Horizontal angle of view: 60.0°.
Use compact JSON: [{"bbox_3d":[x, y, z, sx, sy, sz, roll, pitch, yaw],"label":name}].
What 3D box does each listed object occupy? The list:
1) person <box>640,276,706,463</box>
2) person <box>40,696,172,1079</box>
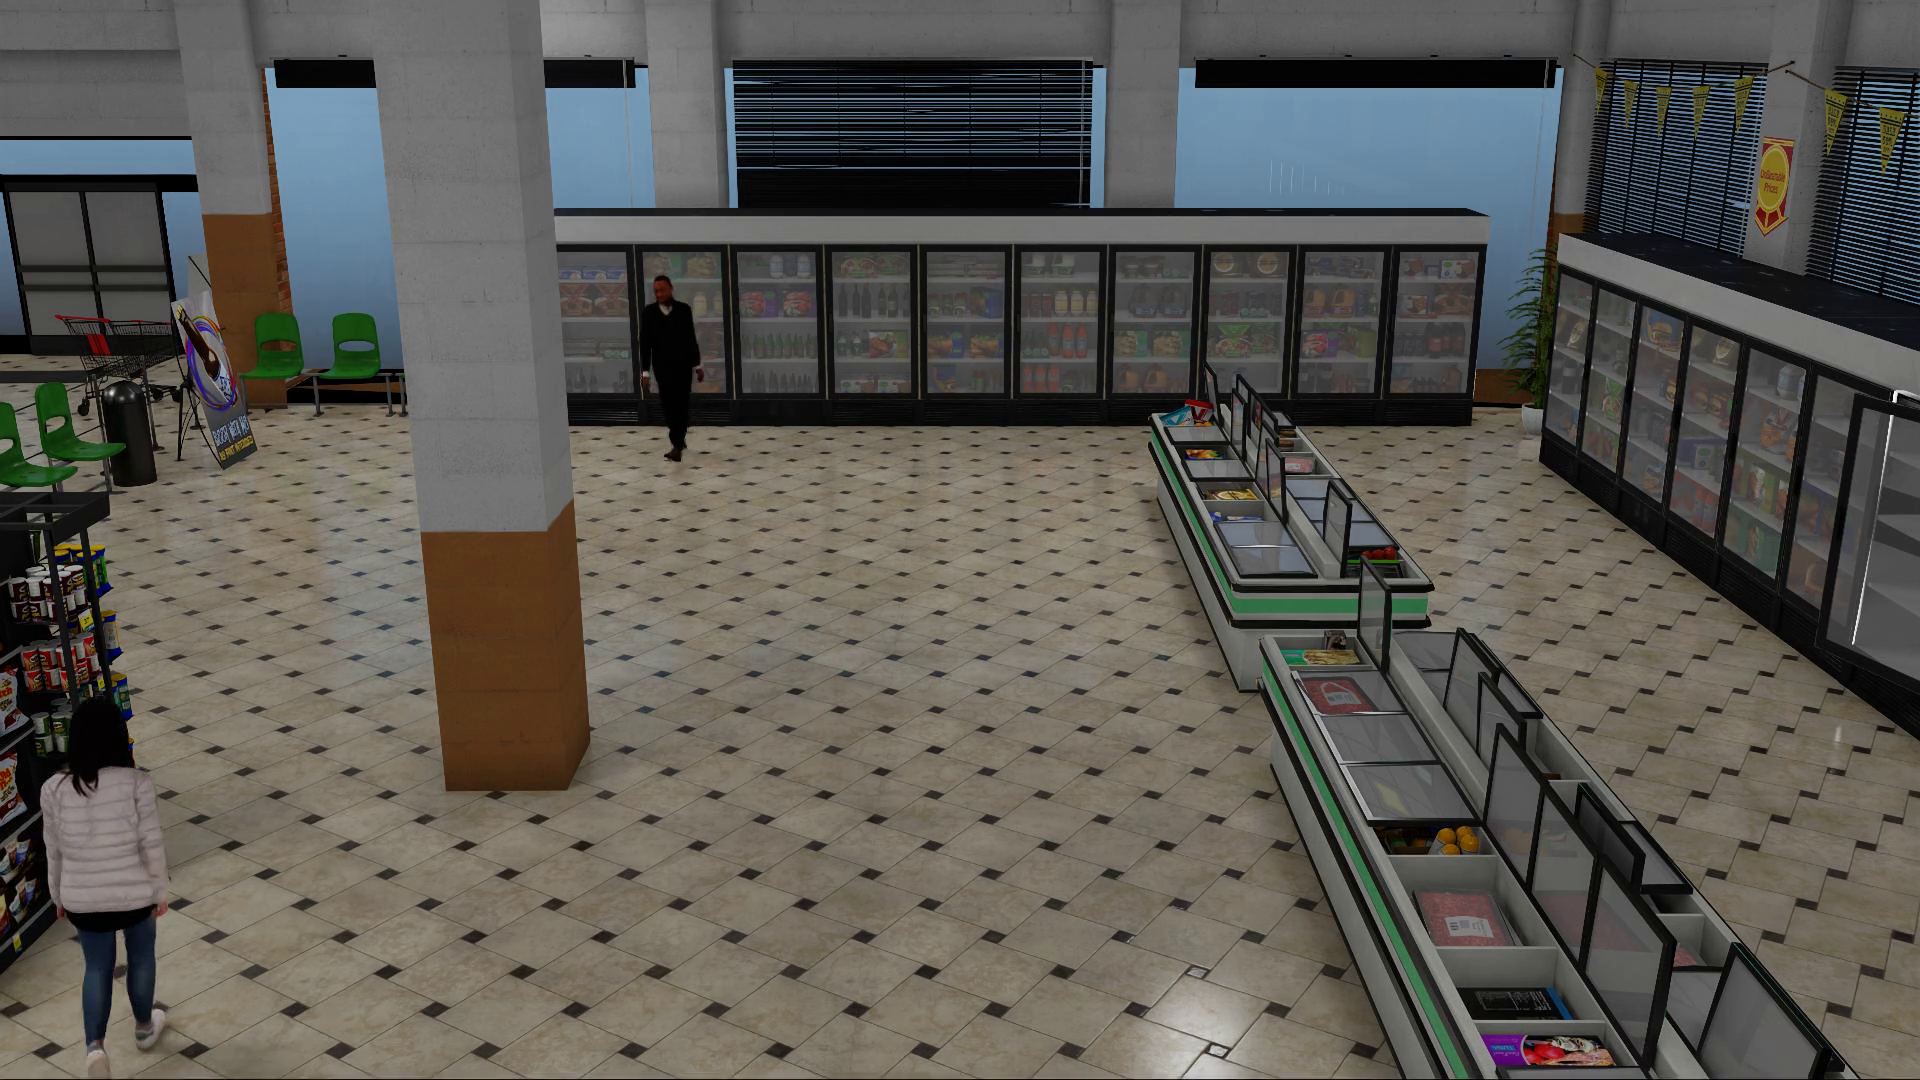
[{"bbox_3d":[-2.891,-1.739,16.837,0.836,1.850,1.298,-2,17,-8],"label":"person"},{"bbox_3d":[-3.448,1.451,6.734,0.766,1.615,1.042,-4,17,-13],"label":"person"}]
